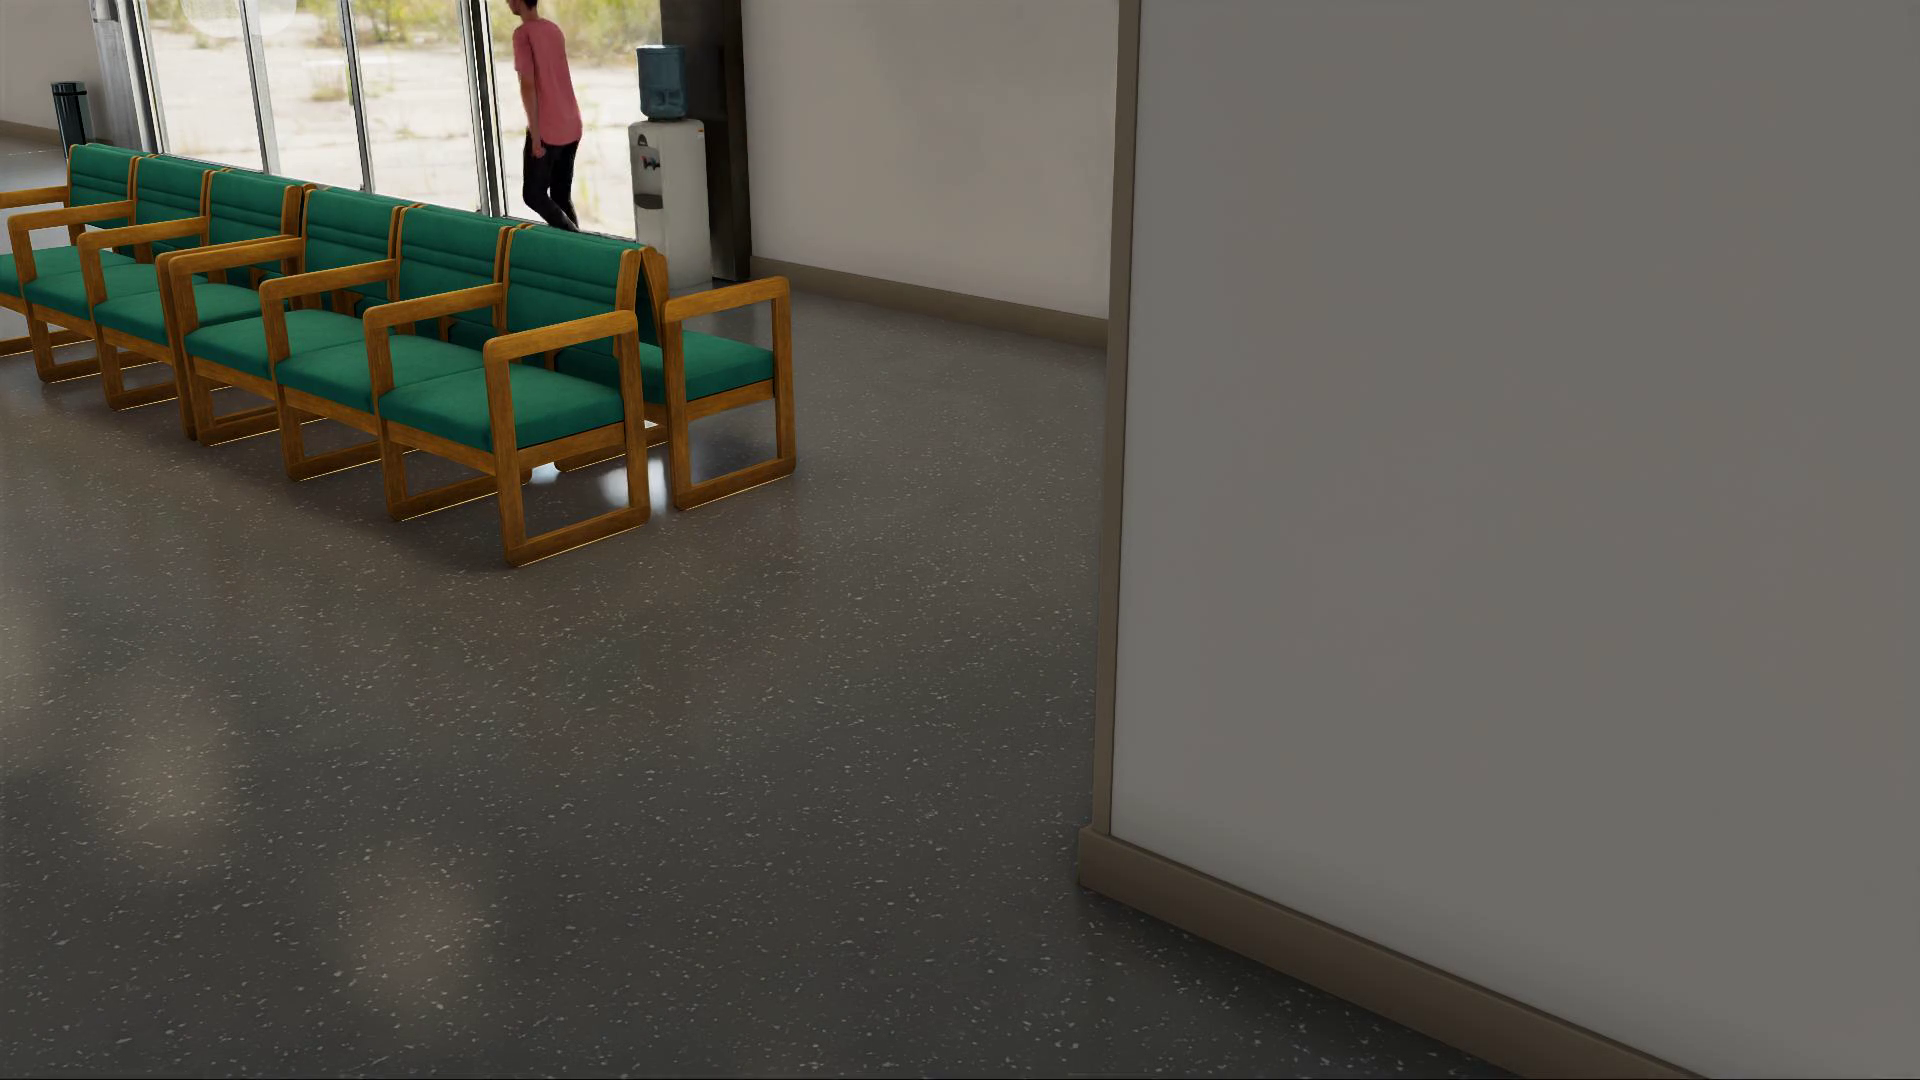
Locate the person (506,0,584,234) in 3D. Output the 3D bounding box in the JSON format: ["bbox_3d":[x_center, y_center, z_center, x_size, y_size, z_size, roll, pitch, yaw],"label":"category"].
[{"bbox_3d":[-2.468,-2.550,10.450,0.839,1.933,0.845,8,22,19],"label":"person"}]
